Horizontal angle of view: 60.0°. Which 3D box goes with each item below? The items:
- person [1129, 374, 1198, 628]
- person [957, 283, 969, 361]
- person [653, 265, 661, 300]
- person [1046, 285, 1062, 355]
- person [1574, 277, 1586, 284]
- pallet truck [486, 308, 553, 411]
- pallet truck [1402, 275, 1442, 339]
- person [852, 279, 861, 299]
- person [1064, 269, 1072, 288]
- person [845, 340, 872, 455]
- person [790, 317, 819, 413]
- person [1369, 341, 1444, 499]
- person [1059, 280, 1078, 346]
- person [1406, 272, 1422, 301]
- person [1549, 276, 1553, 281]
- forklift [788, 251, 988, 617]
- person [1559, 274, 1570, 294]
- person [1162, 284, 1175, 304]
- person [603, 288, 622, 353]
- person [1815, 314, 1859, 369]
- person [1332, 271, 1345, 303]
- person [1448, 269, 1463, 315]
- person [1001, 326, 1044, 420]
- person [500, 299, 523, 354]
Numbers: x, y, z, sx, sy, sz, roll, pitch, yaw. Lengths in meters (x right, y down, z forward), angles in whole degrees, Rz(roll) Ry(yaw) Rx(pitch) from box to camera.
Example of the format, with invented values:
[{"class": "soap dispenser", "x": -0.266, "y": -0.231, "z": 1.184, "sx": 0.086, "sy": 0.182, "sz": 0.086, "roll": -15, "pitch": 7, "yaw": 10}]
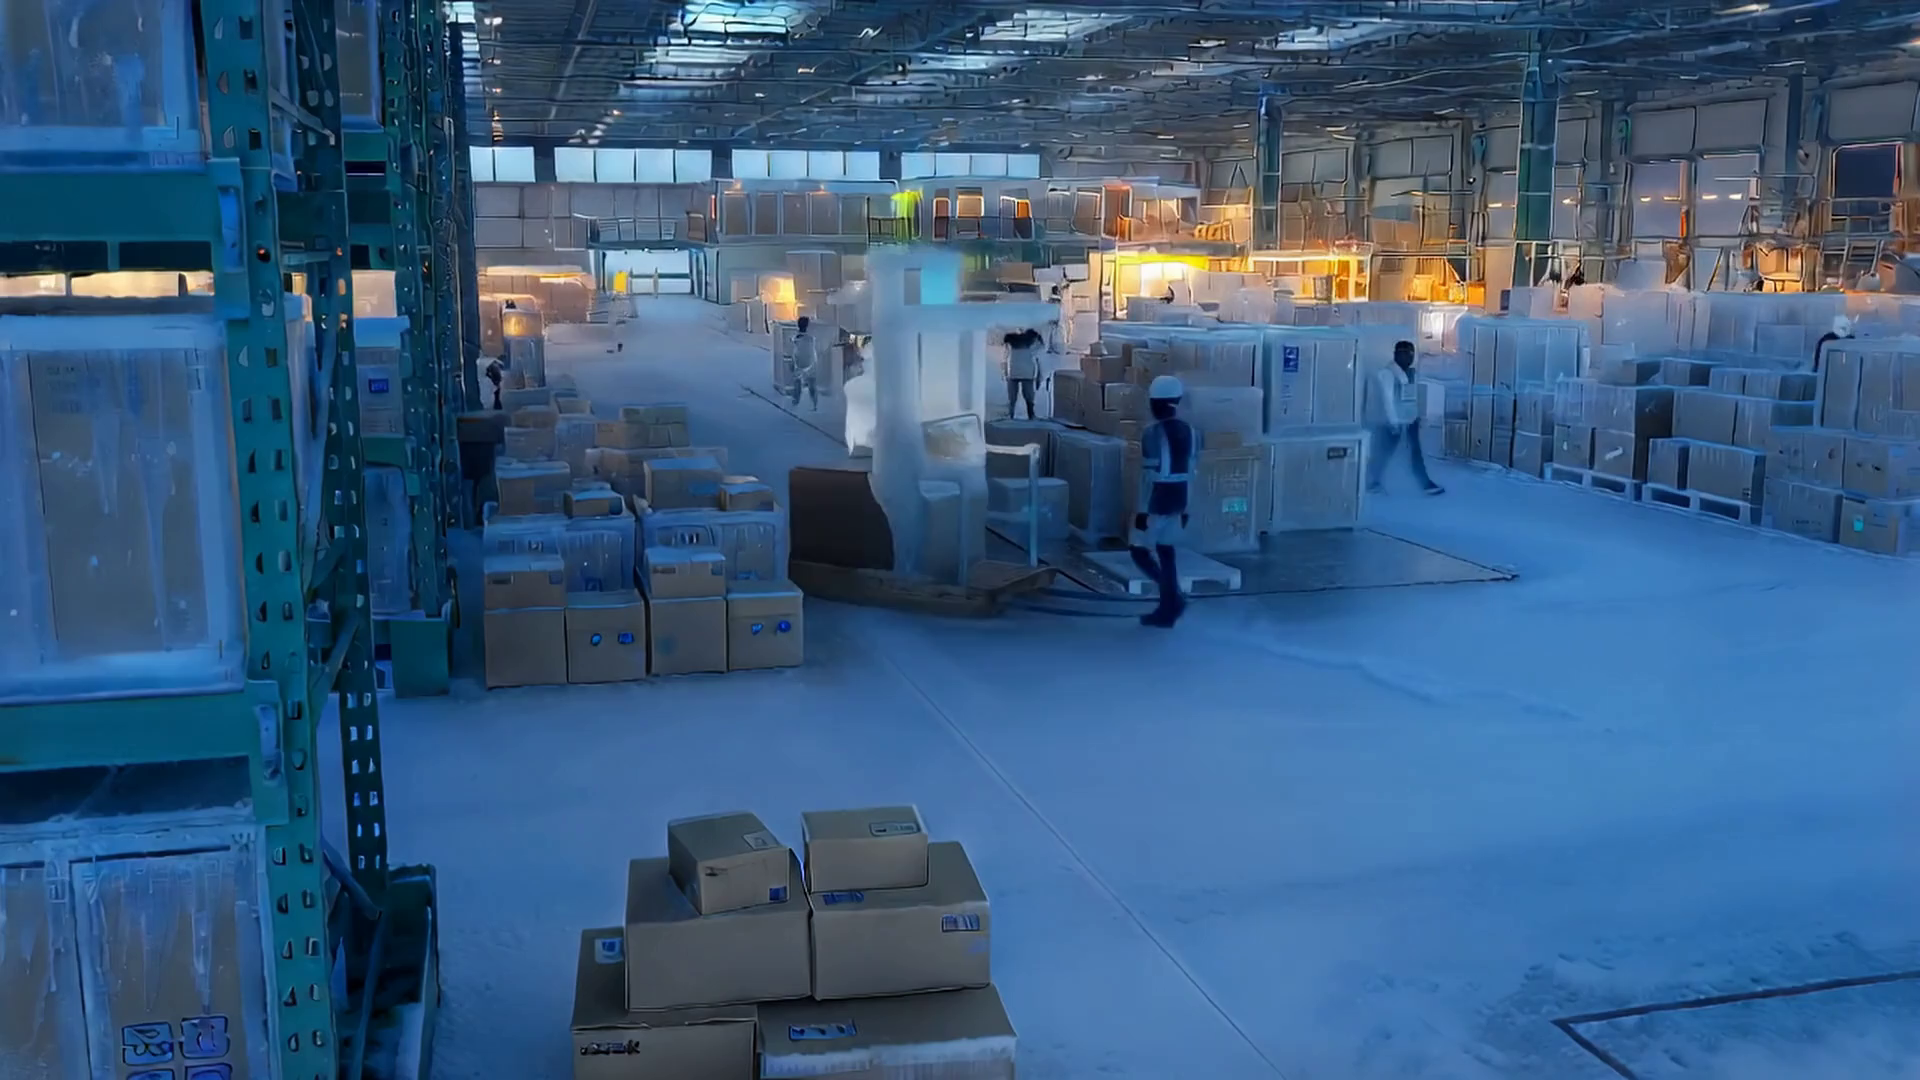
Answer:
[{"class": "person", "x": 1.531, "y": -0.272, "z": 12.419, "sx": 0.580, "sy": 1.923, "sz": 0.445, "roll": -9, "pitch": 13, "yaw": -41}, {"class": "person", "x": -0.059, "y": -5.483, "z": 41.807, "sx": 0.607, "sy": 1.966, "sz": 0.367, "roll": 2, "pitch": 10, "yaw": 10}, {"class": "person", "x": -16.437, "y": -13.931, "z": 90.007, "sx": 0.344, "sy": 1.839, "sz": 0.505, "roll": -8, "pitch": 13, "yaw": -38}, {"class": "person", "x": 2.494, "y": -5.830, "z": 44.086, "sx": 0.324, "sy": 1.857, "sz": 0.530, "roll": -9, "pitch": 13, "yaw": -41}, {"class": "person", "x": 18.480, "y": -6.823, "z": 49.185, "sx": 0.976, "sy": 2.000, "sz": 0.727, "roll": 9, "pitch": 14, "yaw": 42}, {"class": "pallet truck", "x": -6.242, "y": -2.418, "z": 24.362, "sx": 0.823, "sy": 1.965, "sz": 1.885, "roll": 1, "pitch": 10, "yaw": 3}, {"class": "pallet truck", "x": 14.620, "y": -7.324, "z": 52.145, "sx": 0.823, "sy": 1.965, "sz": 1.885, "roll": 8, "pitch": 13, "yaw": 40}, {"class": "person", "x": -3.552, "y": -8.449, "z": 59.289, "sx": 0.631, "sy": 1.720, "sz": 0.500, "roll": 0, "pitch": 10, "yaw": -1}, {"class": "person", "x": 4.374, "y": -10.300, "z": 69.216, "sx": 0.587, "sy": 1.920, "sz": 0.394, "roll": -1, "pitch": 10, "yaw": -3}, {"class": "person", "x": -0.860, "y": -1.007, "z": 16.441, "sx": 0.629, "sy": 1.972, "sz": 0.679, "roll": -5, "pitch": 11, "yaw": -28}, {"class": "person", "x": -2.682, "y": -3.019, "z": 28.749, "sx": 0.539, "sy": 1.652, "sz": 0.885, "roll": -5, "pitch": 11, "yaw": -25}, {"class": "person", "x": 5.075, "y": -1.359, "z": 18.945, "sx": 0.643, "sy": 1.787, "sz": 0.974, "roll": -7, "pitch": 12, "yaw": -36}, {"class": "person", "x": 3.147, "y": -6.603, "z": 48.406, "sx": 0.567, "sy": 1.881, "sz": 1.011, "roll": 1, "pitch": 10, "yaw": 5}, {"class": "person", "x": 18.427, "y": -9.968, "z": 67.635, "sx": 0.629, "sy": 1.809, "sz": 0.822, "roll": 4, "pitch": 11, "yaw": 20}, {"class": "person", "x": 21.074, "y": -8.565, "z": 59.678, "sx": 0.943, "sy": 1.822, "sz": 0.547, "roll": 8, "pitch": 13, "yaw": 40}, {"class": "forklift", "x": -0.383, "y": -0.928, "z": 13.426, "sx": 1.873, "sy": 2.768, "sz": 1.129, "roll": 6, "pitch": 12, "yaw": 29}, {"class": "person", "x": 20.862, "y": -8.223, "z": 57.486, "sx": 0.612, "sy": 1.905, "sz": 0.431, "roll": -9, "pitch": 14, "yaw": -42}, {"class": "person", "x": 5.541, "y": -5.732, "z": 43.453, "sx": 0.585, "sy": 1.882, "sz": 0.344, "roll": 6, "pitch": 12, "yaw": 31}, {"class": "person", "x": -9.419, "y": -5.909, "z": 44.792, "sx": 0.381, "sy": 1.755, "sz": 0.542, "roll": 2, "pitch": 10, "yaw": 12}, {"class": "person", "x": 12.394, "y": -2.241, "z": 23.566, "sx": 0.644, "sy": 1.925, "sz": 0.502, "roll": -1, "pitch": 10, "yaw": -7}, {"class": "person", "x": 16.413, "y": -10.757, "z": 72.093, "sx": 0.621, "sy": 1.820, "sz": 0.841, "roll": 9, "pitch": 13, "yaw": 41}, {"class": "person", "x": 20.873, "y": -10.473, "z": 70.172, "sx": 0.618, "sy": 1.927, "sz": 0.634, "roll": 1, "pitch": 10, "yaw": 4}, {"class": "person", "x": 0.893, "y": -2.338, "z": 24.076, "sx": 0.635, "sy": 1.937, "sz": 0.354, "roll": 4, "pitch": 11, "yaw": 21}, {"class": "person", "x": -10.477, "y": -4.802, "z": 38.884, "sx": 0.524, "sy": 1.637, "sz": 0.306, "roll": -6, "pitch": 12, "yaw": -31}]
